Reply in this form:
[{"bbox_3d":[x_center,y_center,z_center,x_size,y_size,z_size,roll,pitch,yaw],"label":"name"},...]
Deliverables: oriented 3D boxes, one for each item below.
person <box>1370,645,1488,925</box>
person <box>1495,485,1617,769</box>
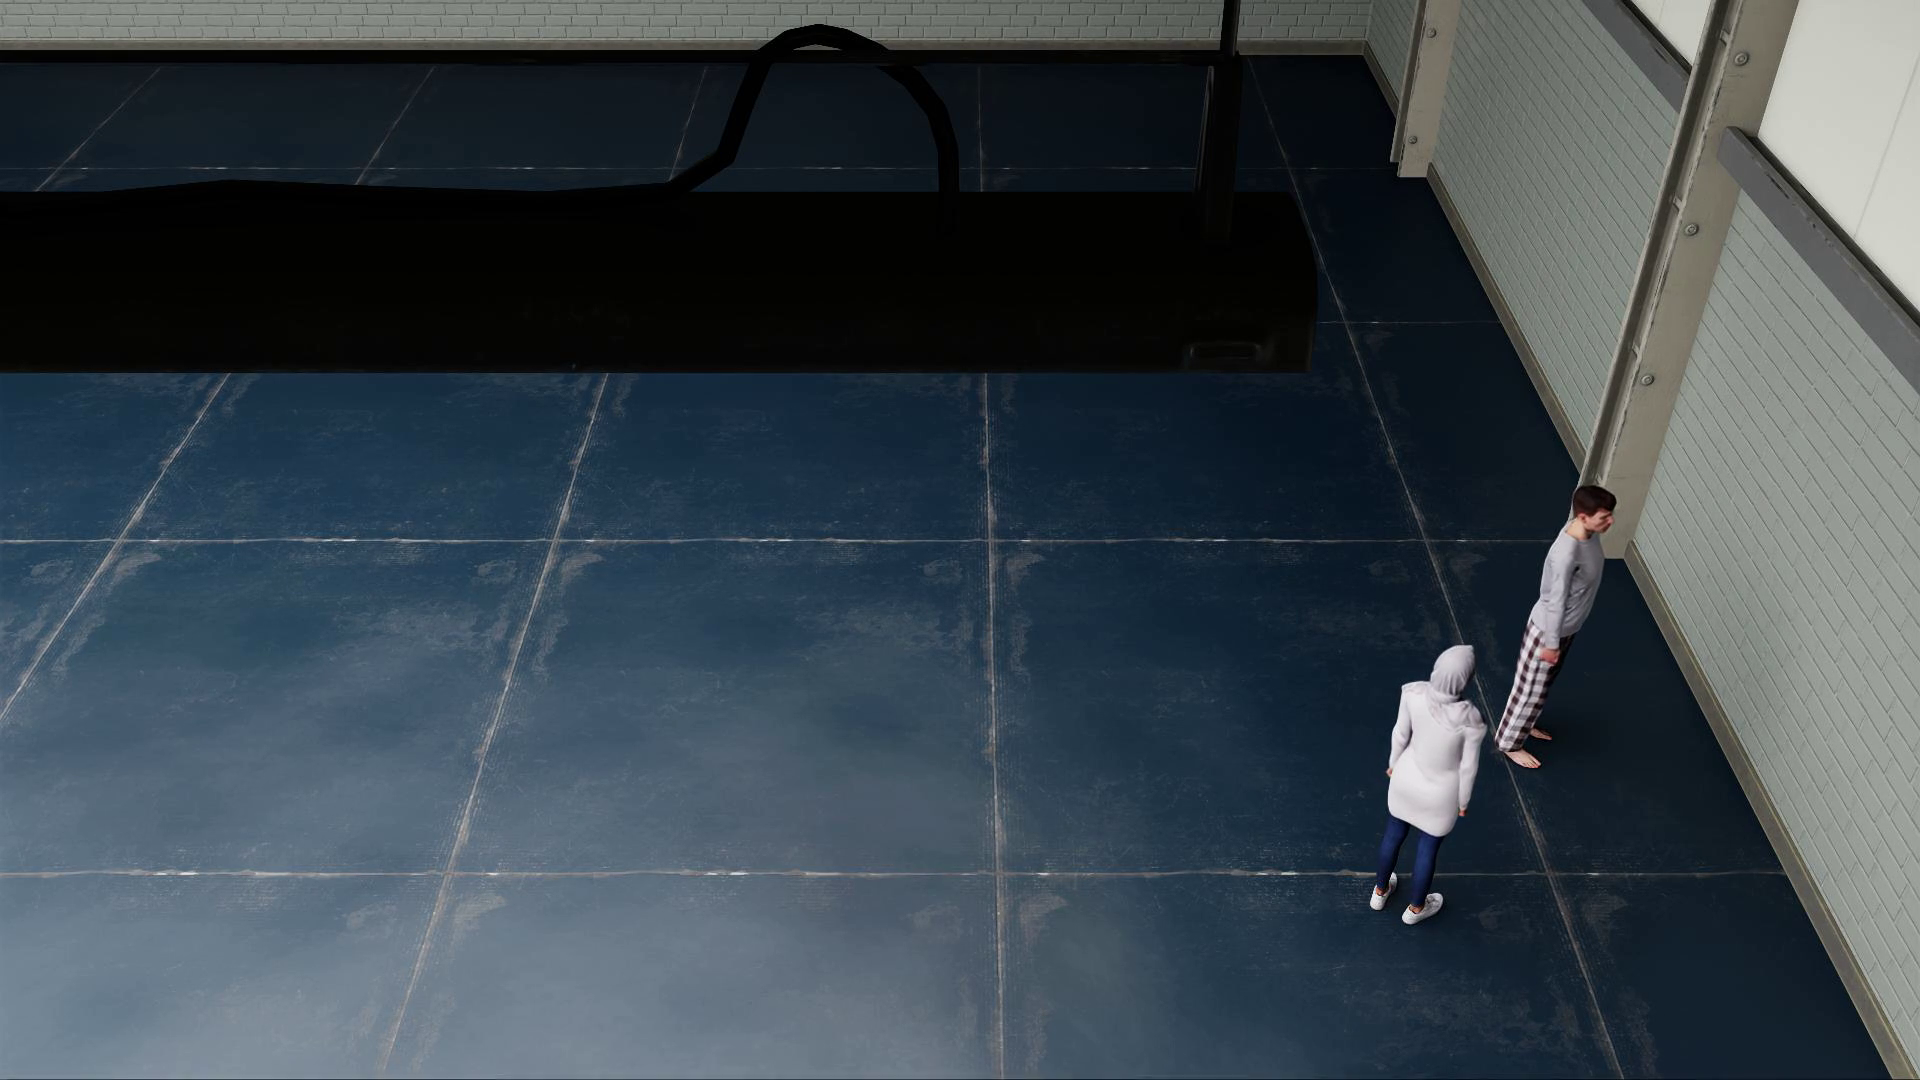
[{"bbox_3d":[2.343,1.232,8.358,0.691,1.775,0.743,29,46,32],"label":"person"},{"bbox_3d":[3.330,0.456,9.319,0.774,1.847,0.679,24,43,28],"label":"person"}]
